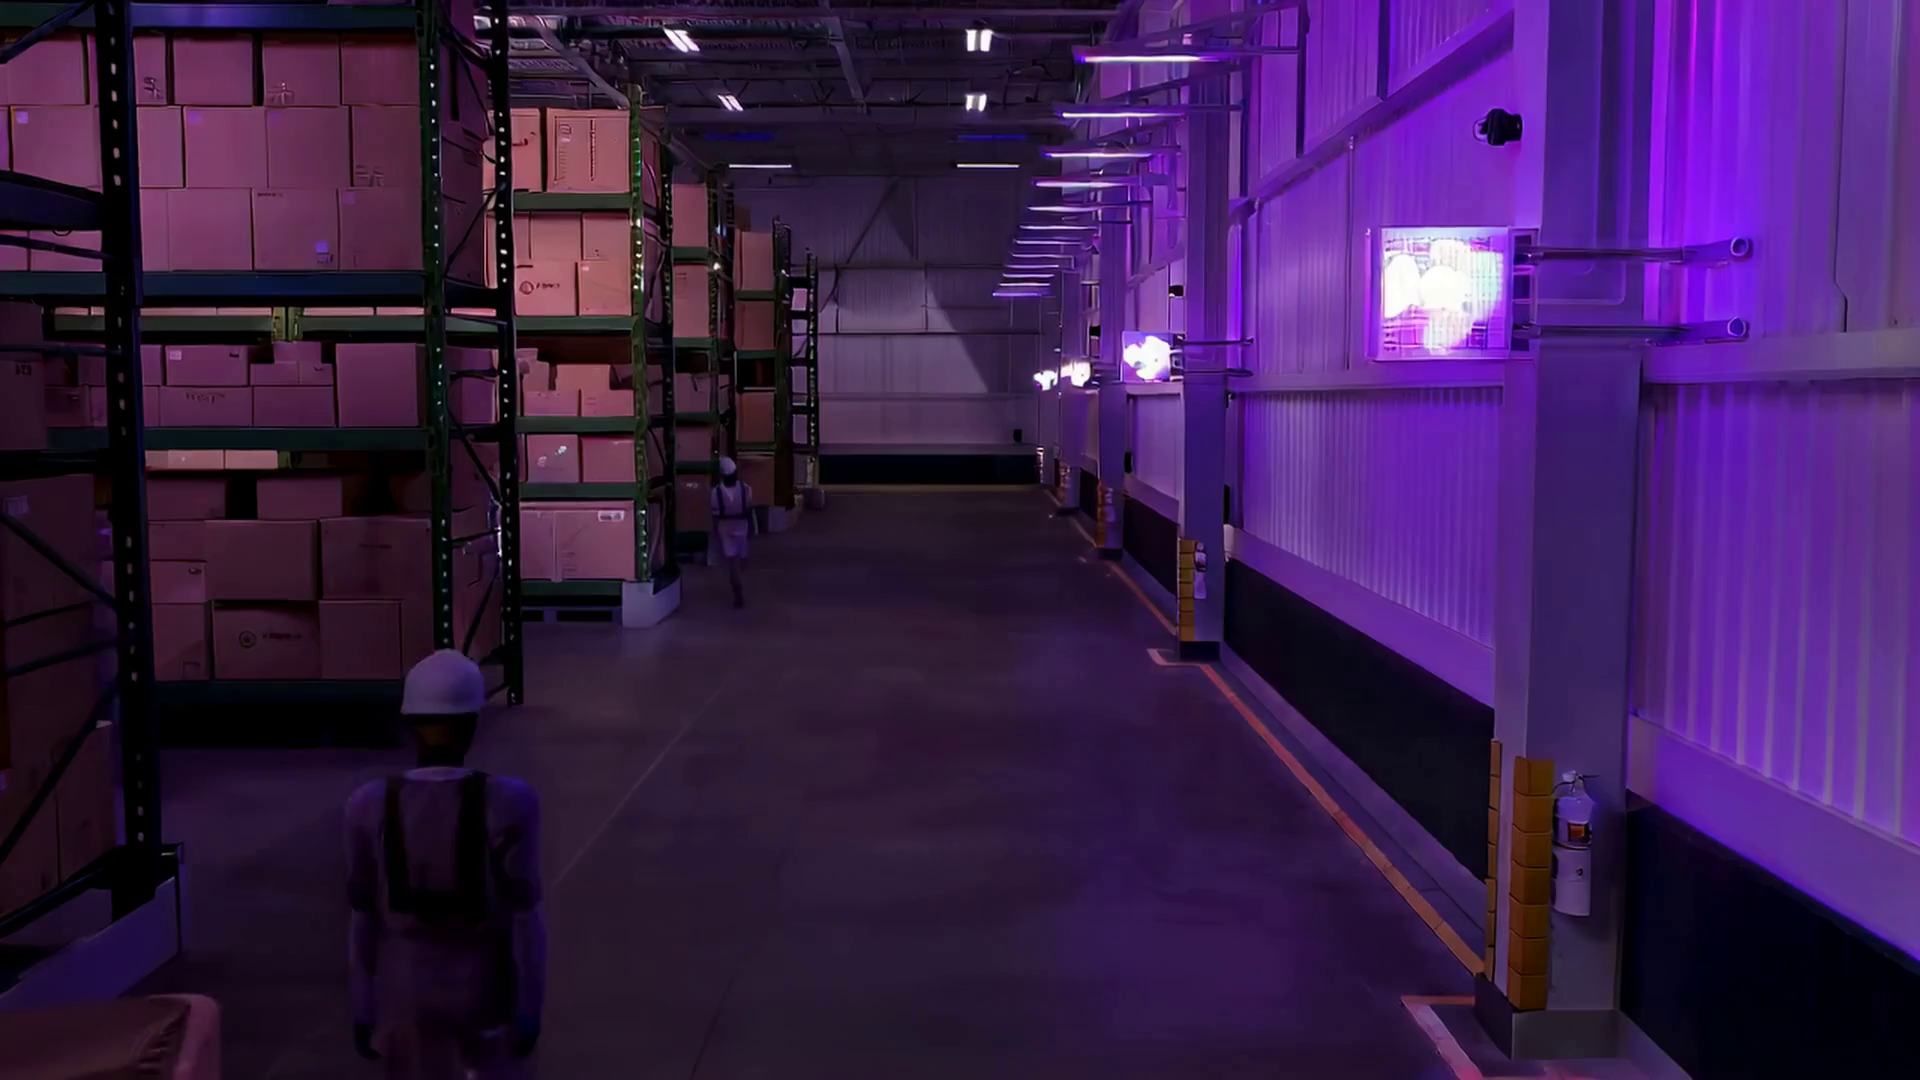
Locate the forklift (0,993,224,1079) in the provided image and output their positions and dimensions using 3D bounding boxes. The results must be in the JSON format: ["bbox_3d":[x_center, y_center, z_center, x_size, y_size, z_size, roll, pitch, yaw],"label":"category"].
[{"bbox_3d":[-2.637,0.889,3.551,1.873,2.768,1.129,-2,5,-19],"label":"forklift"}]

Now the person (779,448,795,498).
[{"bbox_3d":[-3.757,-1.268,35.900,0.548,1.617,0.610,-3,6,-31],"label":"person"}]

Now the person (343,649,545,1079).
[{"bbox_3d":[-1.445,1.272,4.660,0.547,1.921,0.655,-1,5,-7],"label":"person"}]

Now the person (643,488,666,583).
[{"bbox_3d":[-4.456,-0.248,23.500,0.869,1.705,0.596,4,6,36],"label":"person"}]

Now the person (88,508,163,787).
[{"bbox_3d":[-5.690,0.727,11.174,0.814,1.876,0.680,-1,5,-10],"label":"person"}]

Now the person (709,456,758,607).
[{"bbox_3d":[-2.883,-0.123,21.065,0.586,1.895,0.837,-1,5,-16],"label":"person"}]
